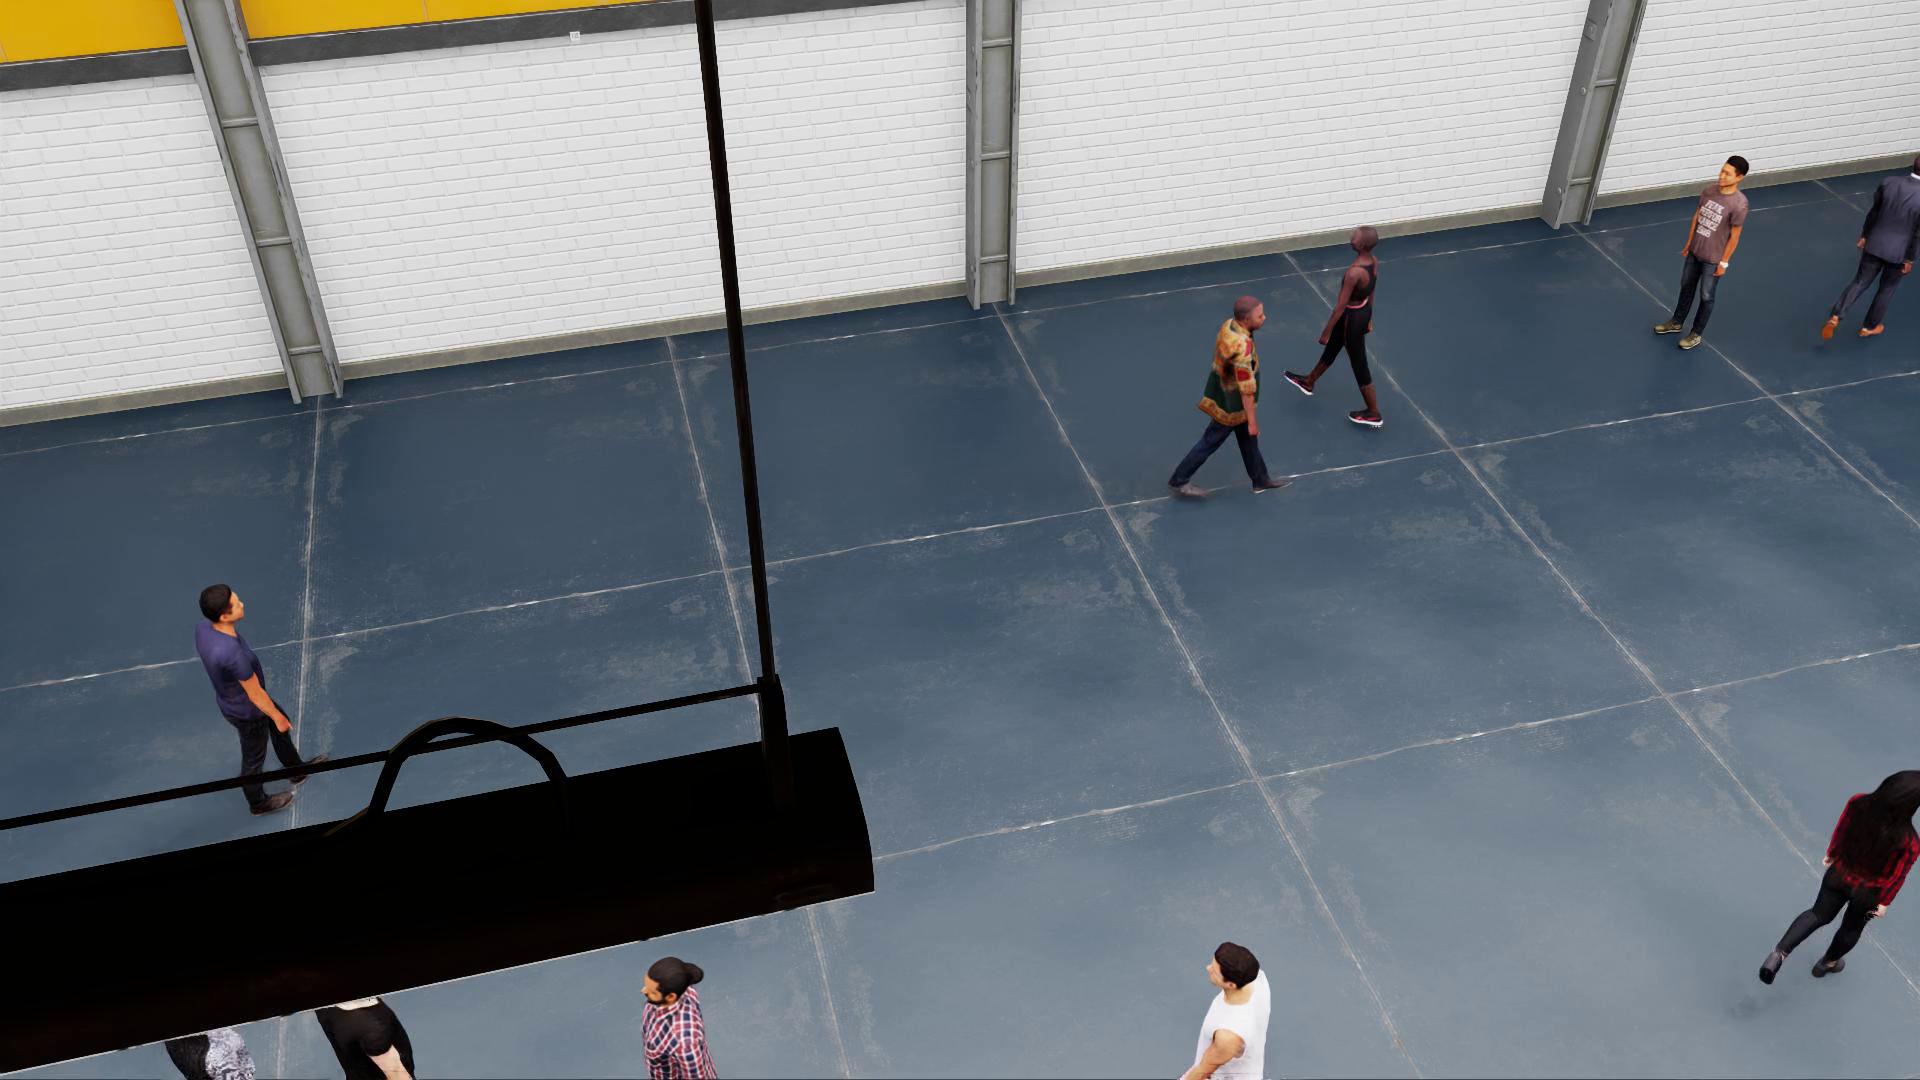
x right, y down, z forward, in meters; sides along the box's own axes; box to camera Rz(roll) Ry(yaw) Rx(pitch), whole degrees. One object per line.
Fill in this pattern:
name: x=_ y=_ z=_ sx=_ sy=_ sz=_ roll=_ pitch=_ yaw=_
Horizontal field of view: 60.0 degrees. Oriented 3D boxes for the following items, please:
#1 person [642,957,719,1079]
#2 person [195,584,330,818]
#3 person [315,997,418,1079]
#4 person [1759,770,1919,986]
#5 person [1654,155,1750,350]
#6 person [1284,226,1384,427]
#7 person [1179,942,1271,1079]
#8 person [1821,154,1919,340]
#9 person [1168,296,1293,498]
person: x=-1.338 y=2.588 z=8.038 sx=0.623 sy=1.760 sz=0.717 roll=-14 pitch=41 yaw=-17
person: x=-4.382 y=1.017 z=9.994 sx=0.926 sy=1.773 sz=0.846 roll=-26 pitch=45 yaw=-29
person: x=-2.807 y=2.613 z=7.909 sx=1.158 sy=1.882 sz=0.971 roll=-31 pitch=48 yaw=-33
person: x=4.798 y=1.889 z=9.010 sx=0.965 sy=1.639 sz=0.709 roll=-17 pitch=42 yaw=-21
person: x=6.500 y=-2.506 z=14.401 sx=0.595 sy=1.779 sz=0.655 roll=-16 pitch=41 yaw=-19
person: x=3.263 y=-1.689 z=13.431 sx=1.183 sy=1.714 sz=1.167 roll=23 pitch=44 yaw=26
person: x=1.377 y=2.623 z=8.009 sx=1.167 sy=1.742 sz=1.030 roll=12 pitch=40 yaw=15
person: x=7.975 y=-2.489 z=14.362 sx=1.108 sy=1.801 sz=0.908 roll=-23 pitch=44 yaw=-26
person: x=1.958 y=-1.027 z=12.568 sx=1.286 sy=1.755 sz=0.958 roll=3 pitch=39 yaw=3
